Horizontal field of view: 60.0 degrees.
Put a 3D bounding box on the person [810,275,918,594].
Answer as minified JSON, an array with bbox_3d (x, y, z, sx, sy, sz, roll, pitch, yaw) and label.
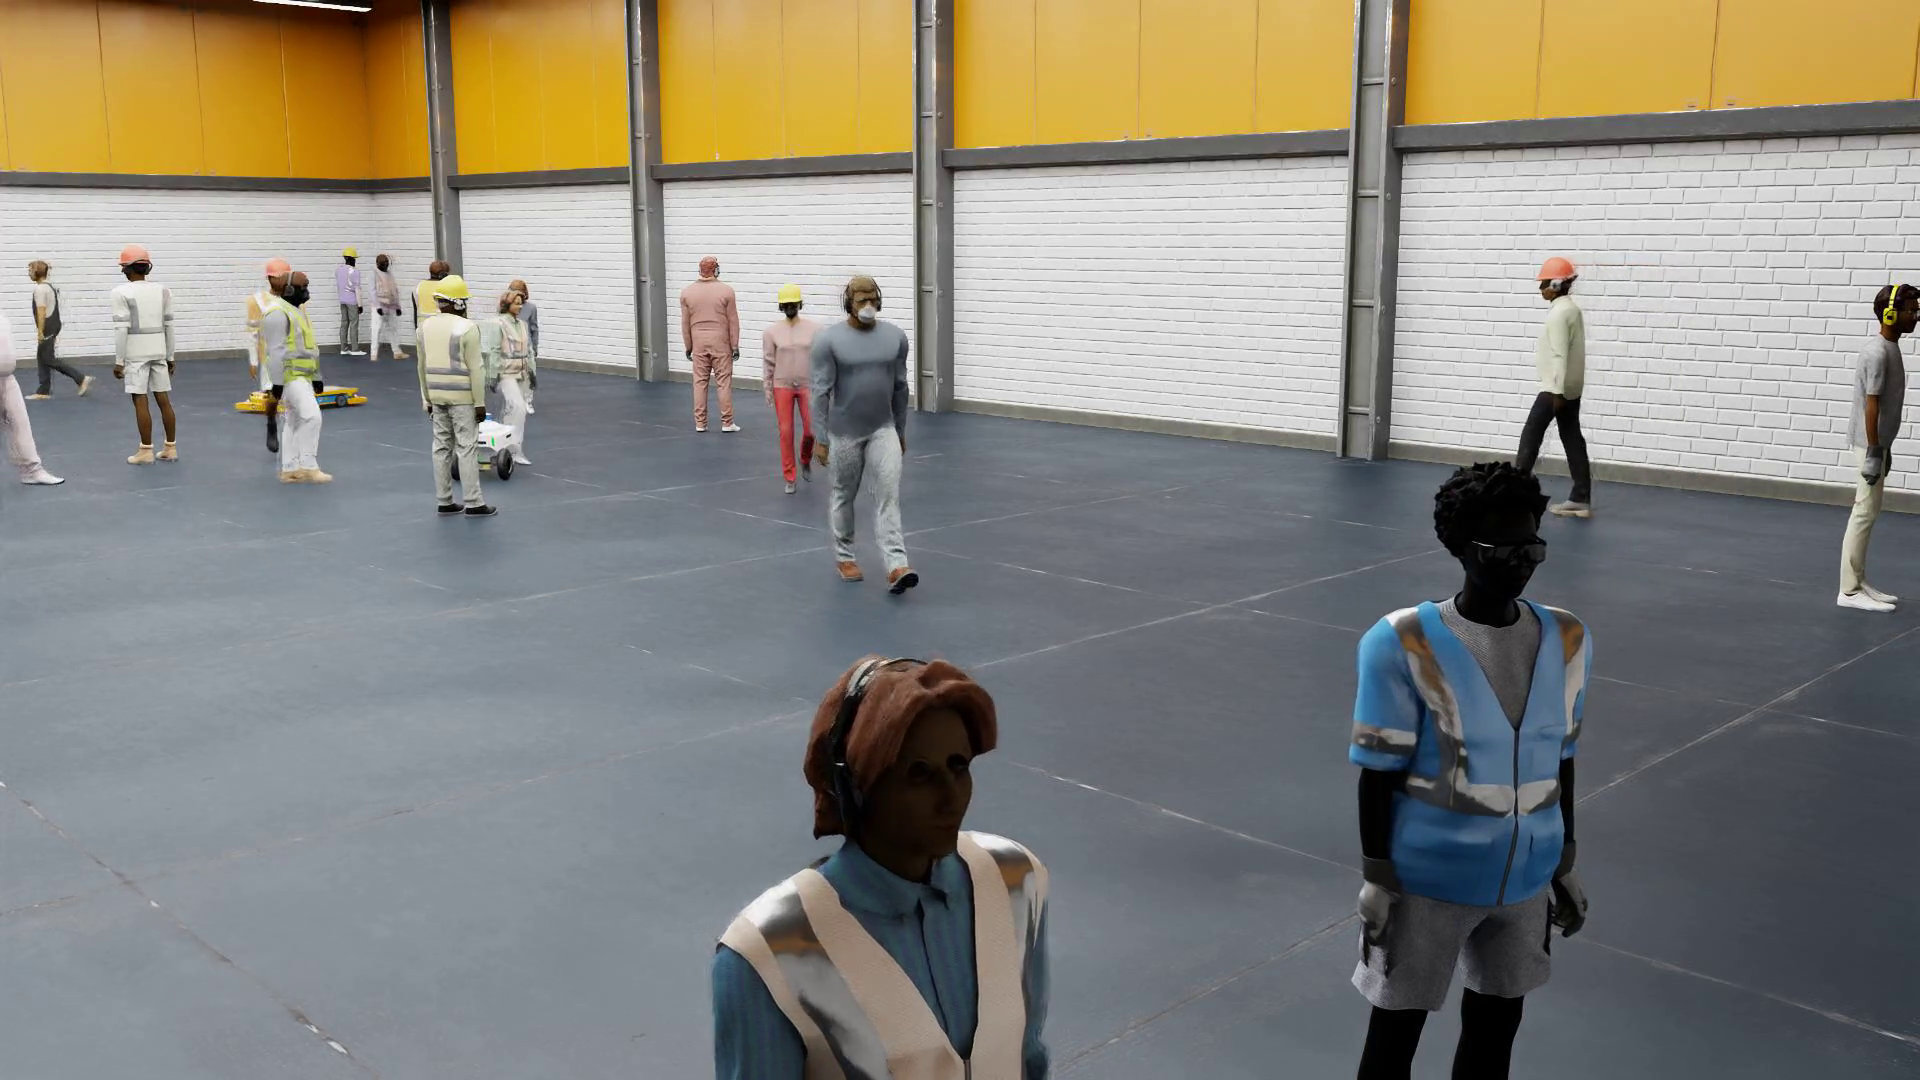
[{"bbox_3d":[-0.564,-0.622,9.939,0.658,1.883,1.012,-4,11,-22],"label":"person"}]

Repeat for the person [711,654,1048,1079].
[{"bbox_3d":[-0.078,0.943,2.100,0.525,1.638,0.315,-10,14,-43],"label":"person"}]

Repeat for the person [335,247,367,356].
[{"bbox_3d":[-10.853,-4.246,29.643,0.580,1.918,0.401,6,12,29],"label":"person"}]

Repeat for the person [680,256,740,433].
[{"bbox_3d":[-2.682,-2.110,18.014,0.639,1.911,0.406,2,11,9],"label":"person"}]

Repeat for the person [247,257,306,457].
[{"bbox_3d":[-6.543,-1.750,16.005,0.575,1.921,0.447,-8,13,-38],"label":"person"}]

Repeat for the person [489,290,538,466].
[{"bbox_3d":[-4.091,-1.498,15.427,0.537,1.618,0.551,3,11,18],"label":"person"}]

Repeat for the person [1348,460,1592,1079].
[{"bbox_3d":[1.031,0.679,3.379,0.529,1.697,0.321,-3,11,-15],"label":"person"}]

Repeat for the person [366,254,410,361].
[{"bbox_3d":[-9.830,-3.987,28.546,0.431,1.812,0.837,5,12,27],"label":"person"}]

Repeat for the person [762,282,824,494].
[{"bbox_3d":[-1.380,-1.269,13.854,0.540,1.750,0.442,-1,10,-7],"label":"person"}]

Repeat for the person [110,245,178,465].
[{"bbox_3d":[-7.619,-1.718,15.505,0.378,2.041,0.616,5,12,27],"label":"person"}]

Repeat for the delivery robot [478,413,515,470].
[{"bbox_3d":[-4.188,-0.876,14.710,0.477,0.478,0.707,0,11,-1],"label":"delivery robot"}]

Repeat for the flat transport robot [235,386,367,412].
[{"bbox_3d":[-8.120,-1.754,20.539,0.652,0.197,1.431,6,12,30],"label":"flat transport robot"}]

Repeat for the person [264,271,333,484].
[{"bbox_3d":[-5.611,-1.382,14.258,0.629,1.822,0.650,-1,10,-4],"label":"person"}]

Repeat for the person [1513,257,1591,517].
[{"bbox_3d":[4.450,-1.166,12.727,0.947,1.951,0.655,7,12,33],"label":"person"}]

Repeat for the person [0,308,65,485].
[{"bbox_3d":[-8.257,-1.365,14.090,0.995,1.861,0.660,0,10,2],"label":"person"}]

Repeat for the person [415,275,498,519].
[{"bbox_3d":[-3.809,-1.076,12.575,0.591,1.834,0.404,5,12,26],"label":"person"}]

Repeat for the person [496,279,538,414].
[{"bbox_3d":[-5.235,-2.274,19.701,0.518,1.619,0.403,-5,12,-27],"label":"person"}]

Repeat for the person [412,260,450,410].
[{"bbox_3d":[-6.372,-2.488,20.317,0.635,1.832,0.434,4,11,20],"label":"person"}]

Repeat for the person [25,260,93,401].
[{"bbox_3d":[-11.713,-2.704,21.493,0.750,1.828,0.514,-4,11,-20],"label":"person"}]

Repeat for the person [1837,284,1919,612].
[{"bbox_3d":[5.249,-0.520,9.495,0.340,1.861,0.519,7,12,32],"label":"person"}]
